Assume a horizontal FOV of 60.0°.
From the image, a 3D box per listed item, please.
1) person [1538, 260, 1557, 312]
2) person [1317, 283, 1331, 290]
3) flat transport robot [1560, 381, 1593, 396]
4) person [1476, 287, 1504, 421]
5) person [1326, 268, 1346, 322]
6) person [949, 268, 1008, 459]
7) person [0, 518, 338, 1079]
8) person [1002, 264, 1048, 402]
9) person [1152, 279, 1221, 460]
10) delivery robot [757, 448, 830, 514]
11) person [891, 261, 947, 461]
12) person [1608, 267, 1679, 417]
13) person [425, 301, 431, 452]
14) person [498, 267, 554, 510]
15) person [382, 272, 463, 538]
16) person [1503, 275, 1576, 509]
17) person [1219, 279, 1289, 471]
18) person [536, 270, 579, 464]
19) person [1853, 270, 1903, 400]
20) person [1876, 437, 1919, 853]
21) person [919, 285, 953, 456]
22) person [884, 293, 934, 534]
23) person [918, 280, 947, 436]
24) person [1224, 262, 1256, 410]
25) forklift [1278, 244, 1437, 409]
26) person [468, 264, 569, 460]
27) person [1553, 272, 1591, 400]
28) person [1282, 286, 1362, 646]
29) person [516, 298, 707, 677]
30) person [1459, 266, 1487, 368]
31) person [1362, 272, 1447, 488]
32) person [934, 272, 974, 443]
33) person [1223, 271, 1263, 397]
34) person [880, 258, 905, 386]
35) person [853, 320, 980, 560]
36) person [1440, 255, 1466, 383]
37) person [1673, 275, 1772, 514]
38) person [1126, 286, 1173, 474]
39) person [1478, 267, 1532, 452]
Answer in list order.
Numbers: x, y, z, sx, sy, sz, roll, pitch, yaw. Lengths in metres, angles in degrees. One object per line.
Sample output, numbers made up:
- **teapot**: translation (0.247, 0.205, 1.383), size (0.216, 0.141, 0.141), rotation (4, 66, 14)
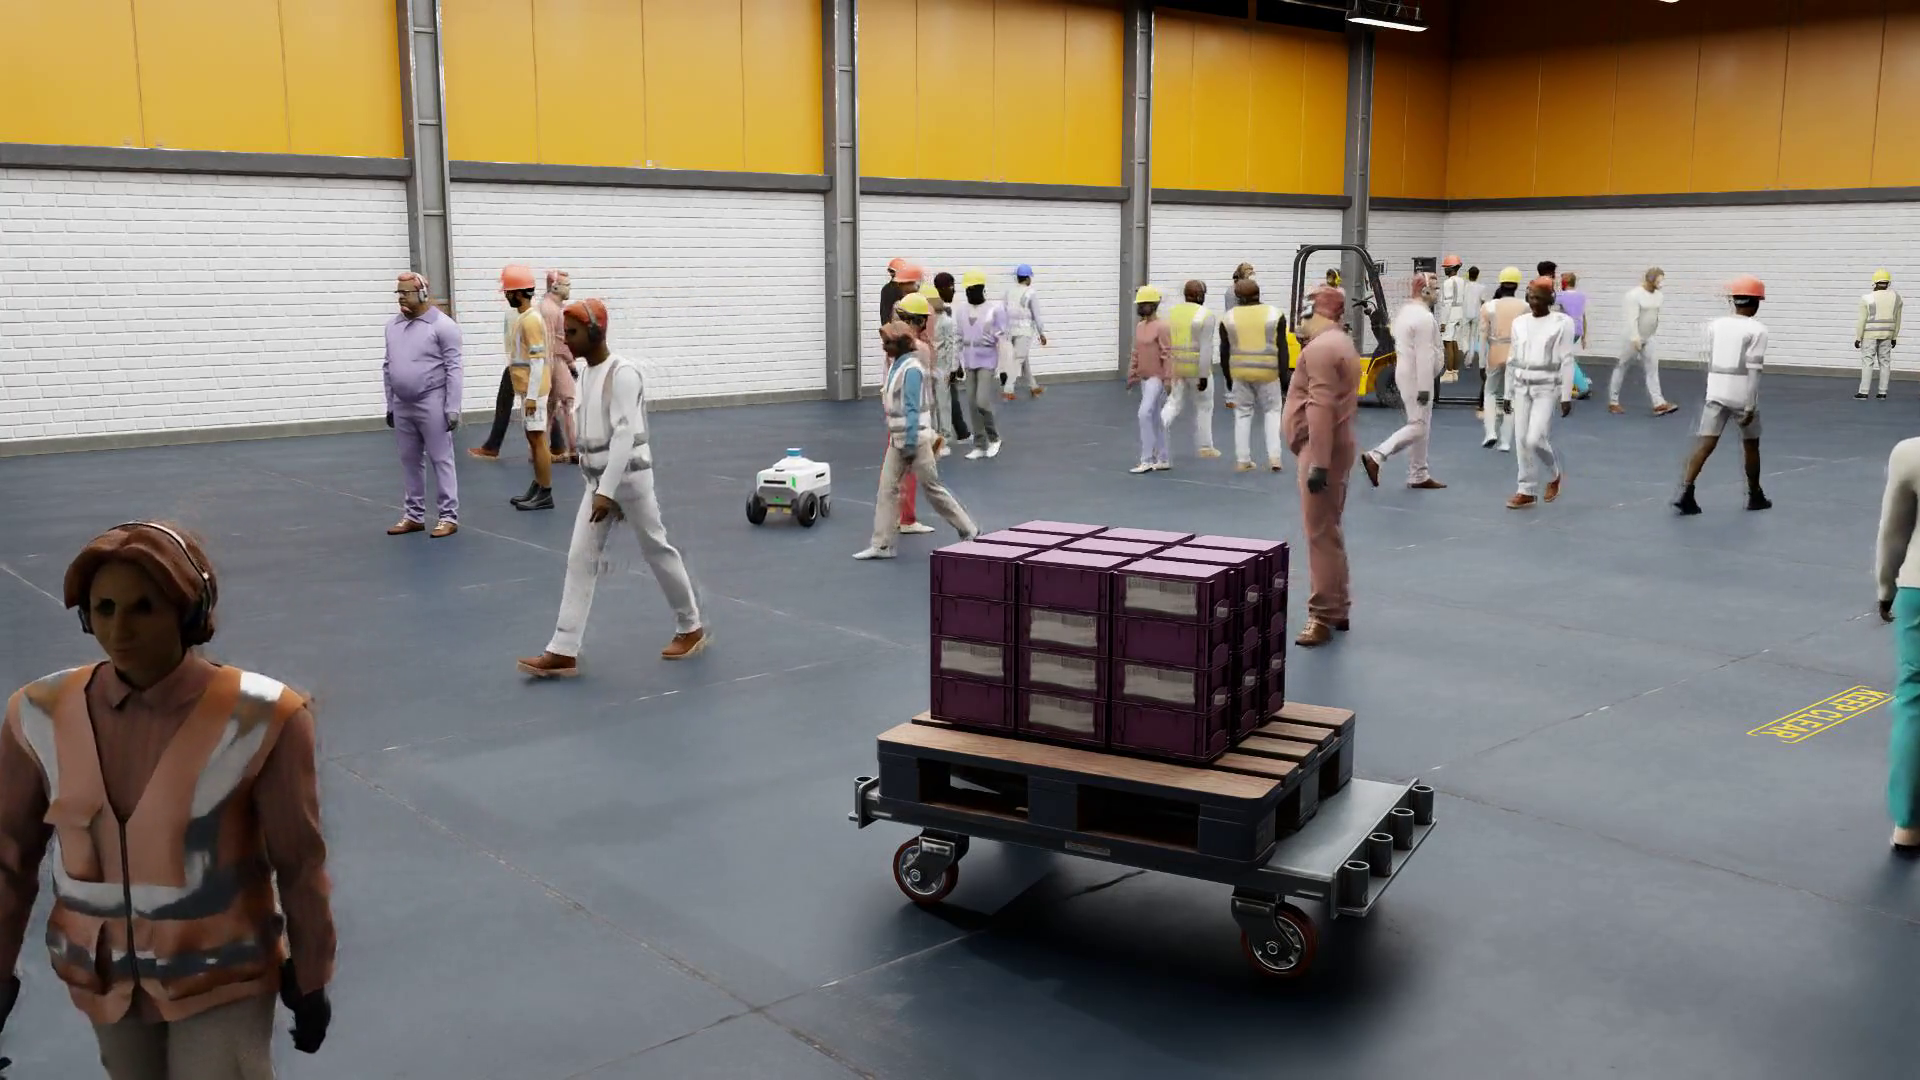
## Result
- **person**: translation (8.103, -2.910, 23.197), size (0.363, 1.962, 0.612), rotation (3, 10, 16)
- **person**: translation (5.410, -3.034, 24.896), size (0.522, 1.620, 0.327), rotation (-2, 10, -10)
- **flat transport robot**: translation (8.854, -2.246, 24.265), size (0.652, 0.197, 1.431), rotation (3, 10, 18)
- **person**: translation (6.652, -2.302, 20.529), size (0.675, 1.657, 0.553), rotation (-4, 11, -24)
- **person**: translation (5.734, -3.216, 25.341), size (0.608, 1.848, 0.554), rotation (-2, 10, -12)
- **person**: translation (0.189, -1.738, 16.535), size (0.605, 1.899, 0.431), rotation (8, 13, 40)
- **person**: translation (-1.329, 0.768, 2.727), size (0.531, 1.593, 0.844), rotation (1, 10, 3)
- **person**: translation (0.927, -2.882, 23.212), size (0.995, 1.894, 0.606), rotation (-8, 12, -38)
- **person**: translation (2.223, -1.679, 16.490), size (0.891, 1.809, 0.630), rotation (-9, 13, -42)
- **delivery robot**: translation (-1.264, -0.456, 12.679), size (0.477, 0.478, 0.707), rotation (3, 10, 18)
- **person**: translation (-0.415, -1.567, 15.284), size (0.671, 1.979, 0.631), rotation (-6, 12, -33)
- **person**: translation (8.648, -2.502, 21.041), size (0.667, 1.876, 0.991), rotation (-4, 11, -23)
- **person**: translation (-5.547, -1.709, 17.185), size (0.501, 1.620, 0.357), rotation (9, 13, 42)
- **person**: translation (-3.455, -1.201, 13.281), size (0.376, 1.934, 0.547), rotation (-3, 10, -19)
- **person**: translation (-3.897, -0.967, 11.996), size (0.644, 1.907, 0.399), rotation (4, 10, 22)
- **person**: translation (4.605, -1.170, 13.279), size (0.456, 1.870, 0.606), rotation (-7, 12, -34)
- **person**: translation (2.748, -1.528, 15.549), size (0.657, 1.810, 0.435), rotation (3, 10, 18)
- **person**: translation (-3.825, -1.670, 16.174), size (0.793, 1.876, 0.664), rotation (-2, 10, -13)
- **person**: translation (12.874, -2.872, 23.362), size (0.590, 1.833, 0.403), rotation (0, 10, 1)
- **person**: translation (3.471, 0.181, 5.763), size (0.540, 1.720, 0.910), rotation (9, 13, 41)
- **person**: translation (-0.272, -1.722, 16.956), size (0.353, 1.724, 0.569), rotation (-10, 14, -44)
- **person**: translation (-0.361, -0.925, 12.190), size (0.348, 1.756, 0.518), rotation (-7, 12, -35)
- **person**: translation (-0.379, -1.858, 17.570), size (0.603, 1.779, 0.917), rotation (1, 10, 6)
- **person**: translation (3.713, -2.680, 21.926), size (0.371, 1.940, 0.627), rotation (8, 13, 39)
- **forklift**: translation (5.256, -2.933, 22.661), size (2.313, 2.155, 1.214), rotation (3, 10, 16)
- **person**: translation (-4.372, -1.754, 16.516), size (0.977, 1.944, 0.605), rotation (3, 10, 15)
- **person**: translation (8.695, -2.903, 23.656), size (0.563, 1.809, 0.911), rotation (-6, 12, -33)
- **person**: translation (1.894, -0.399, 8.815), size (0.396, 1.864, 0.754), rotation (4, 10, 21)
- **person**: translation (-1.693, -0.264, 8.142), size (0.586, 1.829, 1.036), rotation (9, 13, 43)
- **person**: translation (9.200, -4.010, 29.970), size (0.541, 1.851, 0.534), rotation (2, 10, 12)
- **person**: translation (3.866, -1.358, 14.343), size (0.715, 1.891, 0.650), rotation (0, 10, 1)
- **person**: translation (-0.246, -1.915, 17.713), size (1.054, 1.865, 0.589), rotation (-3, 10, -17)
- **person**: translation (4.005, -2.936, 23.756), size (0.619, 1.836, 0.431), rotation (9, 13, 42)
- **person**: translation (-0.866, -2.891, 23.005), size (0.394, 1.991, 0.625), rotation (-6, 11, -32)
- **person**: translation (-0.280, -0.663, 11.086), size (0.819, 1.605, 0.538), rotation (-4, 10, -20)
- **person**: translation (7.831, -3.532, 26.610), size (0.373, 2.043, 0.615), rotation (7, 12, 36)
- **person**: translation (6.052, -1.136, 13.072), size (1.025, 1.885, 0.540), rotation (-6, 12, -33)
- **person**: translation (1.729, -1.487, 15.507), size (0.653, 1.742, 0.547), rotation (-4, 11, -23)
- **person**: translation (5.663, -1.868, 17.249), size (0.598, 1.909, 0.471), rotation (2, 10, 12)
